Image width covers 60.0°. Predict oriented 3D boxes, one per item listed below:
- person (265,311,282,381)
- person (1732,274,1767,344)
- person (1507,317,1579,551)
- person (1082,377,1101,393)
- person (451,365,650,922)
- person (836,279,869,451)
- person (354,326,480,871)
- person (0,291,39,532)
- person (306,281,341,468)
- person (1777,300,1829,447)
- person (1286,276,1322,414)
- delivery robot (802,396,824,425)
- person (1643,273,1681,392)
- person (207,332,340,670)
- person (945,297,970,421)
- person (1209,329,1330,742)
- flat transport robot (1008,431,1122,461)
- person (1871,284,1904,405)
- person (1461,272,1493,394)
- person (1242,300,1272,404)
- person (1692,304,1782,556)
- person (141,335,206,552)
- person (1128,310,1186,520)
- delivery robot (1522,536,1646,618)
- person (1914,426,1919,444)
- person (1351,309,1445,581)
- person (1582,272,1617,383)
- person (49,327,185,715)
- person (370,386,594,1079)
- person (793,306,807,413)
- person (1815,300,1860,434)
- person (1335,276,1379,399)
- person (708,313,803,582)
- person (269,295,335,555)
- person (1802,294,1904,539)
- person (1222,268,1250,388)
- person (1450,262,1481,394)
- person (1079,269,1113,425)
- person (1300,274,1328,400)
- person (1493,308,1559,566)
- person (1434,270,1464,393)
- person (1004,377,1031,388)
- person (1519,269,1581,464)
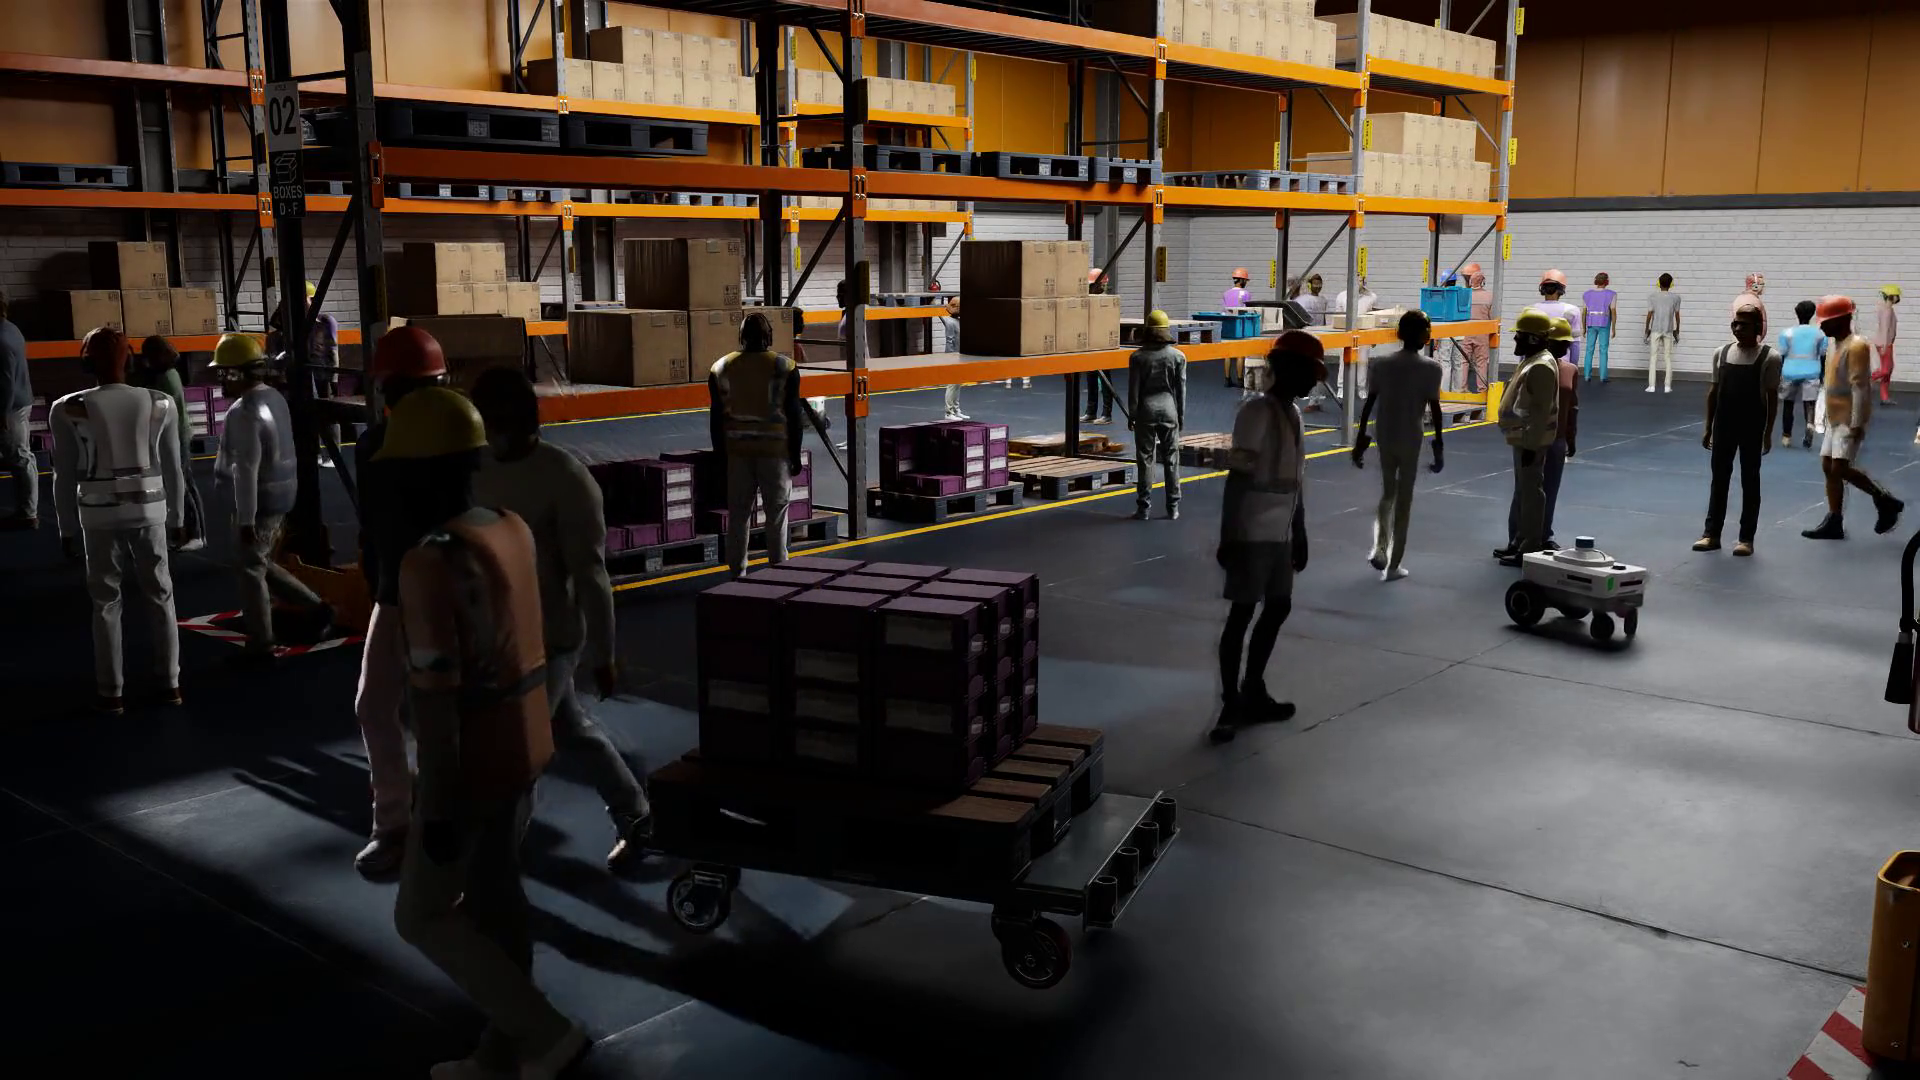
[{"bbox_3d":[-7.263,-1.688,17.906,0.493,1.624,0.282,6,12,31],"label":"person"},{"bbox_3d":[10.720,-2.650,22.575,0.405,1.911,0.636,0,10,2],"label":"person"},{"bbox_3d":[4.285,-0.739,12.131,0.522,1.758,0.350,-4,11,-21],"label":"person"},{"bbox_3d":[2.090,-3.142,25.894,0.375,1.727,0.544,-6,11,-30],"label":"person"},{"bbox_3d":[-1.419,0.325,5.749,0.652,1.887,0.986,9,13,40],"label":"person"},{"bbox_3d":[-1.197,-1.950,18.586,0.381,1.912,0.591,-2,10,-9],"label":"person"},{"bbox_3d":[-1.951,0.230,5.977,0.628,1.974,0.615,2,10,12],"label":"person"},{"bbox_3d":[-7.613,-1.036,13.296,0.376,1.940,0.629,-4,11,-21],"label":"person"},{"bbox_3d":[-6.653,-1.695,17.117,0.589,1.922,0.390,3,11,19],"label":"person"},{"bbox_3d":[9.455,-1.850,18.682,0.538,1.681,0.651,3,11,18],"label":"person"},{"bbox_3d":[4.529,-2.635,22.563,1.005,1.891,0.644,-4,11,-23],"label":"person"},{"bbox_3d":[-1.880,-1.658,20.510,0.477,0.478,0.707,0,10,2],"label":"delivery robot"},{"bbox_3d":[10.994,-3.241,26.052,0.535,1.868,0.309,3,10,14],"label":"person"},{"bbox_3d":[-3.703,-0.203,8.886,0.513,1.810,0.604,-1,10,-6],"label":"person"},{"bbox_3d":[-0.051,-2.370,21.788,0.294,1.622,0.512,3,10,17],"label":"person"},{"bbox_3d":[1.397,-0.018,7.687,0.375,1.891,0.706,7,12,37],"label":"person"},{"bbox_3d":[1.067,-1.002,17.847,0.652,0.197,1.431,8,13,40],"label":"flat transport robot"},{"bbox_3d":[13.275,-2.812,23.953,0.580,1.749,0.526,5,11,28],"label":"person"},{"bbox_3d":[7.619,-3.008,24.617,0.641,1.908,0.407,5,11,27],"label":"person"},{"bbox_3d":[3.631,-2.097,20.208,0.311,1.634,0.514,-6,11,-30],"label":"person"},{"bbox_3d":[5.742,-0.808,12.264,0.344,1.847,0.507,-9,14,-42],"label":"person"},{"bbox_3d":[-5.881,-0.723,12.431,0.345,1.619,0.532,-5,11,-25],"label":"person"},{"bbox_3d":[1.633,-1.037,13.863,0.489,1.741,0.322,0,10,-3],"label":"person"},{"bbox_3d":[3.670,0.223,9.800,0.477,0.478,0.707,-5,11,-28],"label":"delivery robot"},{"bbox_3d":[11.479,-1.978,18.966,0.984,1.827,0.568,2,10,10],"label":"person"},{"bbox_3d":[2.986,-0.645,11.346,0.601,1.840,0.459,7,12,37],"label":"person"},{"bbox_3d":[10.728,-3.561,27.948,0.564,1.842,0.390,7,12,36],"label":"person"},{"bbox_3d":[-4.068,-0.090,8.085,0.577,1.880,0.351,-8,13,-38],"label":"person"},{"bbox_3d":[-1.243,0.562,4.286,0.478,1.915,0.601,2,10,11],"label":"person"},{"bbox_3d":[-1.624,-1.405,16.088,0.317,1.695,0.540,-3,11,-19],"label":"person"},{"bbox_3d":[10.689,-2.110,20.267,0.510,1.639,0.308,-1,10,-7],"label":"person"},{"bbox_3d":[5.924,-3.054,24.881,0.644,1.907,0.400,2,10,9],"label":"person"},{"bbox_3d":[-1.332,-0.573,10.969,0.626,1.836,0.428,2,10,11],"label":"person"},{"bbox_3d":[-4.847,-0.841,12.214,0.366,1.930,0.542,-5,11,-28],"label":"person"},{"bbox_3d":[6.877,-0.934,12.828,0.669,1.899,0.604,1,10,8],"label":"person"},{"bbox_3d":[4.488,-3.412,26.851,0.374,1.929,0.542,-9,13,-40],"label":"person"},{"bbox_3d":[7.610,-3.131,24.931,0.615,2.041,0.394,-9,13,-40],"label":"person"},{"bbox_3d":[1.751,-2.469,21.300,0.397,1.990,0.624,-8,12,-37],"label":"person"},{"bbox_3d":[5.286,-3.031,24.853,0.514,1.872,0.328,-5,11,-24],"label":"person"},{"bbox_3d":[4.035,-0.728,11.843,0.403,1.833,0.586,2,10,12],"label":"person"},{"bbox_3d":[7.088,-2.935,24.109,0.602,1.939,0.401,-6,12,-31],"label":"person"},{"bbox_3d":[0.907,-3.435,26.794,0.608,1.996,0.382,1,10,6],"label":"person"},{"bbox_3d":[6.131,-1.791,17.328,0.605,2.034,0.387,5,11,24],"label":"person"}]
